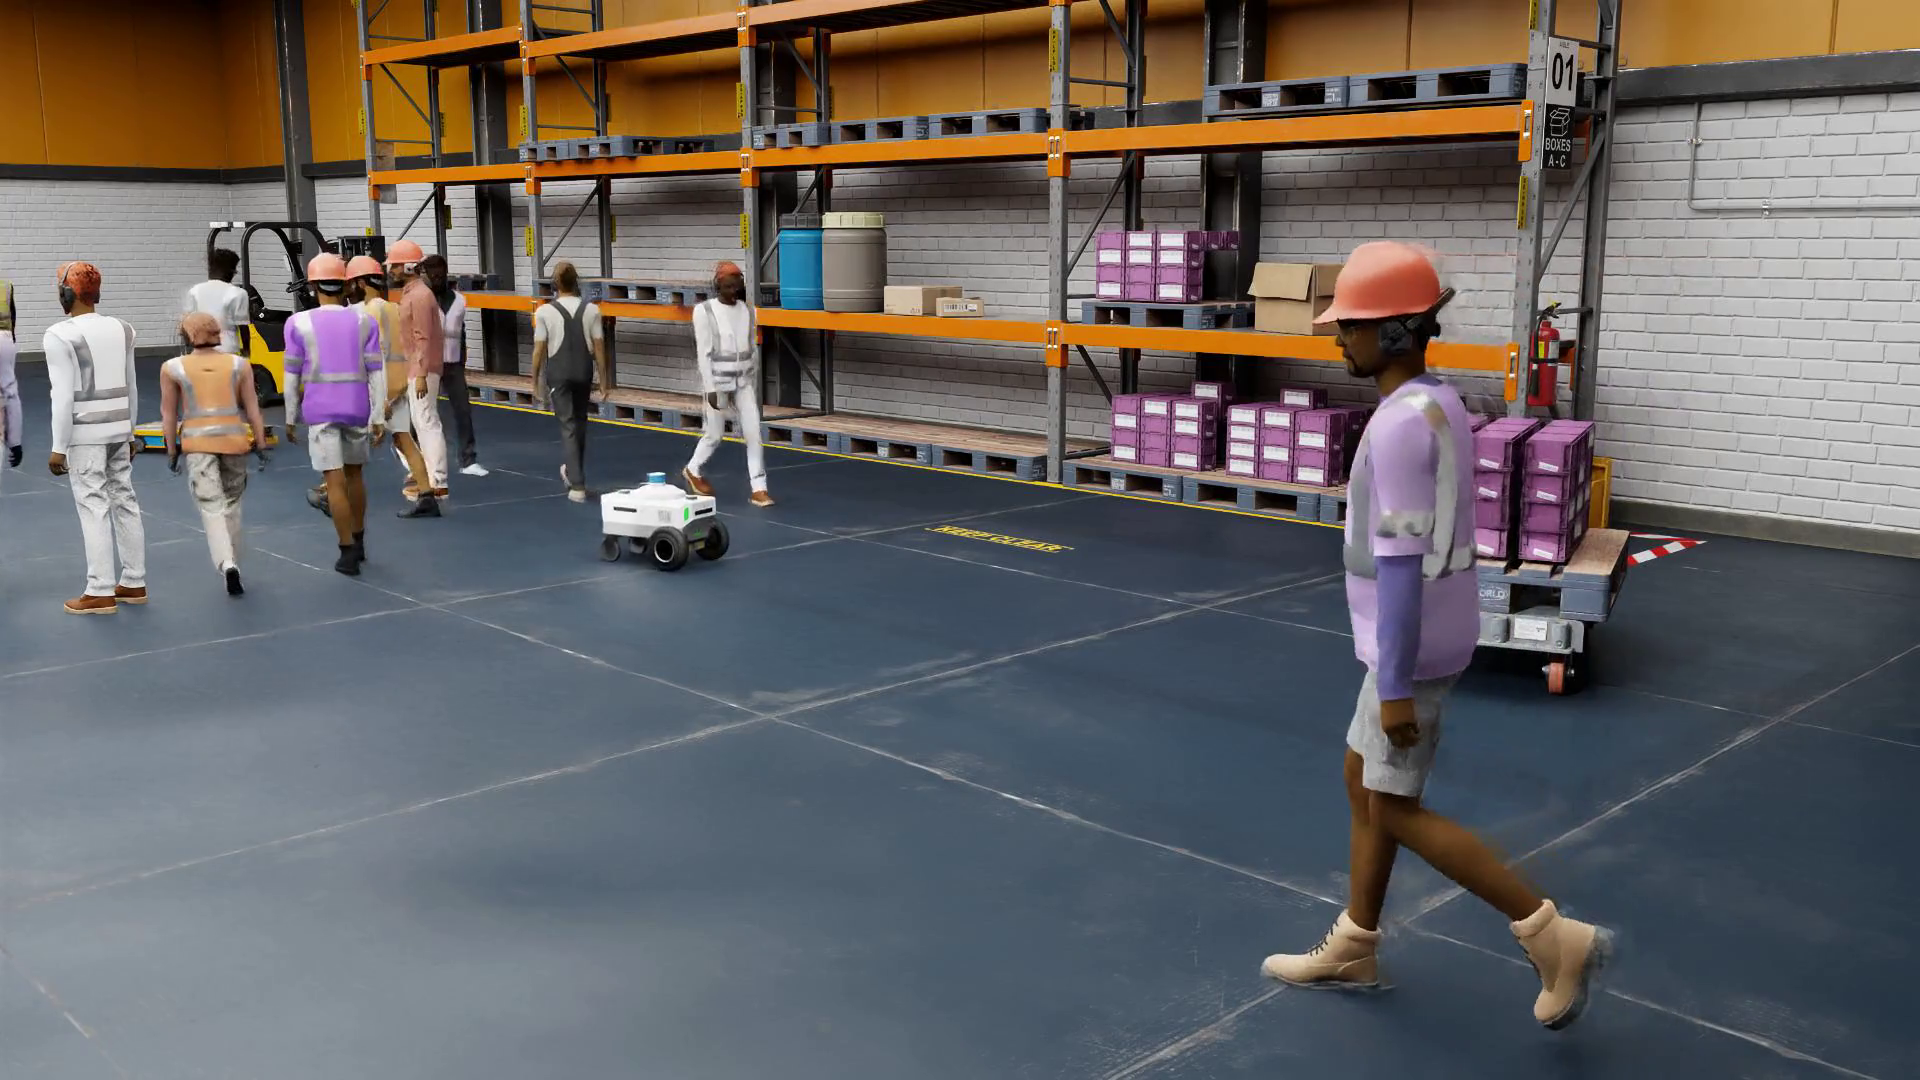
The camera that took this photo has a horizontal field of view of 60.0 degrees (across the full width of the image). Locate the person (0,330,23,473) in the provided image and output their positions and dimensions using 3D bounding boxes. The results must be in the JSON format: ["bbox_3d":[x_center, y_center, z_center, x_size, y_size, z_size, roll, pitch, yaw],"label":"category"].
[{"bbox_3d":[-5.655,-0.588,9.405,0.657,1.812,0.820,-4,11,-20],"label":"person"}]

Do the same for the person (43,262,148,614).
[{"bbox_3d":[-4.653,-0.544,8.941,0.354,1.883,0.576,3,11,14],"label":"person"}]

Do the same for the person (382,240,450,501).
[{"bbox_3d":[-4.166,-1.292,12.754,0.405,1.987,0.622,-5,12,-25],"label":"person"}]

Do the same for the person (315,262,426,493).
[{"bbox_3d":[-4.721,-1.309,13.318,0.509,1.823,1.005,7,13,34],"label":"person"}]

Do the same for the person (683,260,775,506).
[{"bbox_3d":[-1.793,-1.185,12.570,0.576,1.851,0.853,-8,13,-37],"label":"person"}]

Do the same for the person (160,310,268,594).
[{"bbox_3d":[-4.248,-0.509,9.519,0.532,1.608,0.790,-8,13,-36],"label":"person"}]

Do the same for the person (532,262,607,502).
[{"bbox_3d":[-3.057,-1.227,12.866,0.539,1.805,0.906,-6,12,-30],"label":"person"}]

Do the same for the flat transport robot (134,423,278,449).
[{"bbox_3d":[-7.276,-0.977,15.700,1.431,0.197,0.652,2,11,11],"label":"flat transport robot"}]

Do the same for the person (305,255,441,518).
[{"bbox_3d":[-4.203,-1.073,11.850,0.998,1.878,0.551,0,10,2],"label":"person"}]

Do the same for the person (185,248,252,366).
[{"bbox_3d":[-7.057,-1.797,15.760,0.637,1.904,0.945,3,11,14],"label":"person"}]

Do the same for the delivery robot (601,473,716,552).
[{"bbox_3d":[-1.868,-0.173,10.288,0.707,0.478,0.477,6,12,28],"label":"delivery robot"}]

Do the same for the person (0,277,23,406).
[{"bbox_3d":[-11.618,-2.500,19.894,1.003,1.789,0.636,9,14,41],"label":"person"}]

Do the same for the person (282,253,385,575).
[{"bbox_3d":[-3.813,-0.772,10.098,0.551,1.905,0.792,-7,13,-34],"label":"person"}]

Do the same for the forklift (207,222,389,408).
[{"bbox_3d":[-8.169,-2.758,20.163,2.313,2.155,1.214,-10,14,-44],"label":"forklift"}]

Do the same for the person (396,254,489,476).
[{"bbox_3d":[-4.457,-1.484,14.098,0.866,1.880,0.590,9,14,40],"label":"person"}]

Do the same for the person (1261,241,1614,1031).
[{"bbox_3d":[1.227,0.264,4.200,0.815,2.021,0.622,4,11,23],"label":"person"}]
